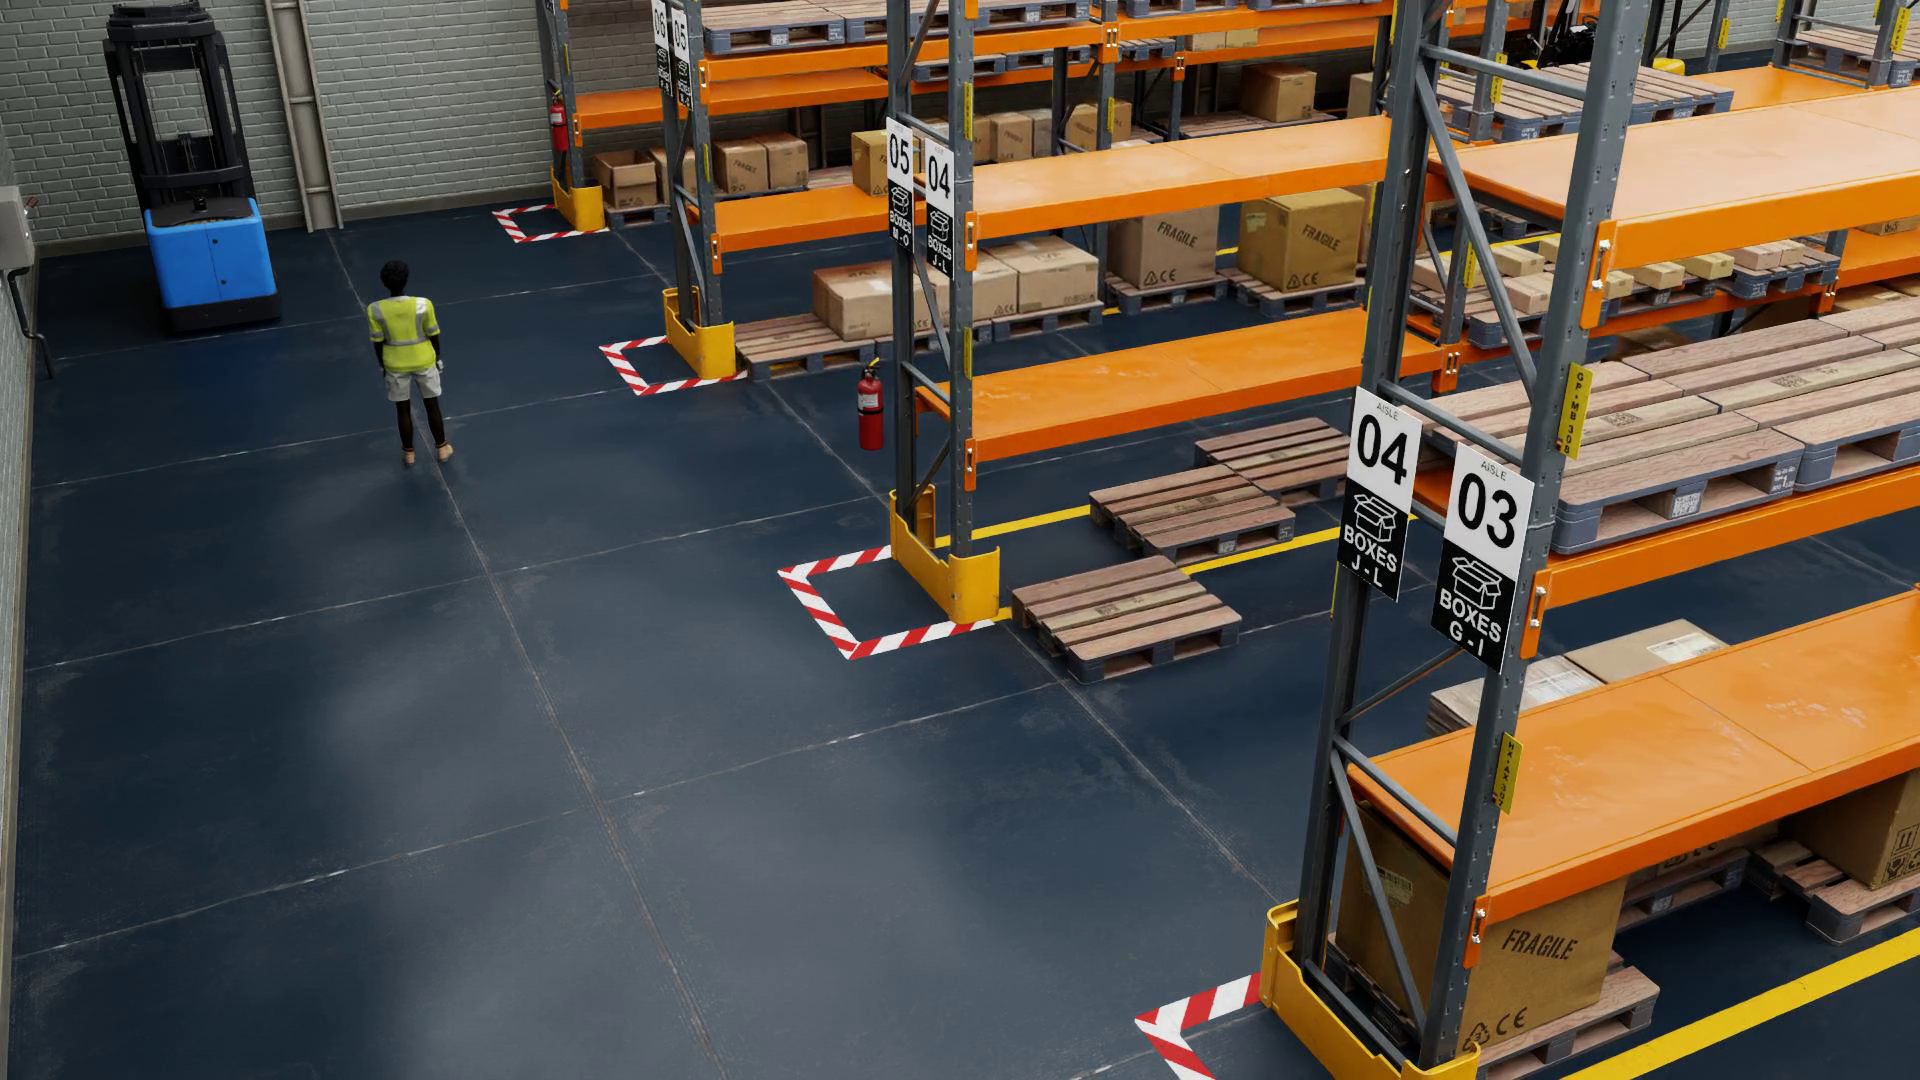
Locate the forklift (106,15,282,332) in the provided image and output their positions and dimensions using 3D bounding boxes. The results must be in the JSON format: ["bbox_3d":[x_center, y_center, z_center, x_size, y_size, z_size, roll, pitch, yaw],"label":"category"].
[{"bbox_3d":[-7.548,-3.672,16.323,1.129,2.768,1.873,-12,30,-22],"label":"forklift"}]

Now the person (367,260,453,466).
[{"bbox_3d":[-4.373,-1.400,13.232,0.534,1.696,0.318,-7,28,-13],"label":"person"}]

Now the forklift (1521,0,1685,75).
[{"bbox_3d":[8.950,-6.807,23.056,1.214,2.155,2.313,-12,30,-22],"label":"forklift"}]
